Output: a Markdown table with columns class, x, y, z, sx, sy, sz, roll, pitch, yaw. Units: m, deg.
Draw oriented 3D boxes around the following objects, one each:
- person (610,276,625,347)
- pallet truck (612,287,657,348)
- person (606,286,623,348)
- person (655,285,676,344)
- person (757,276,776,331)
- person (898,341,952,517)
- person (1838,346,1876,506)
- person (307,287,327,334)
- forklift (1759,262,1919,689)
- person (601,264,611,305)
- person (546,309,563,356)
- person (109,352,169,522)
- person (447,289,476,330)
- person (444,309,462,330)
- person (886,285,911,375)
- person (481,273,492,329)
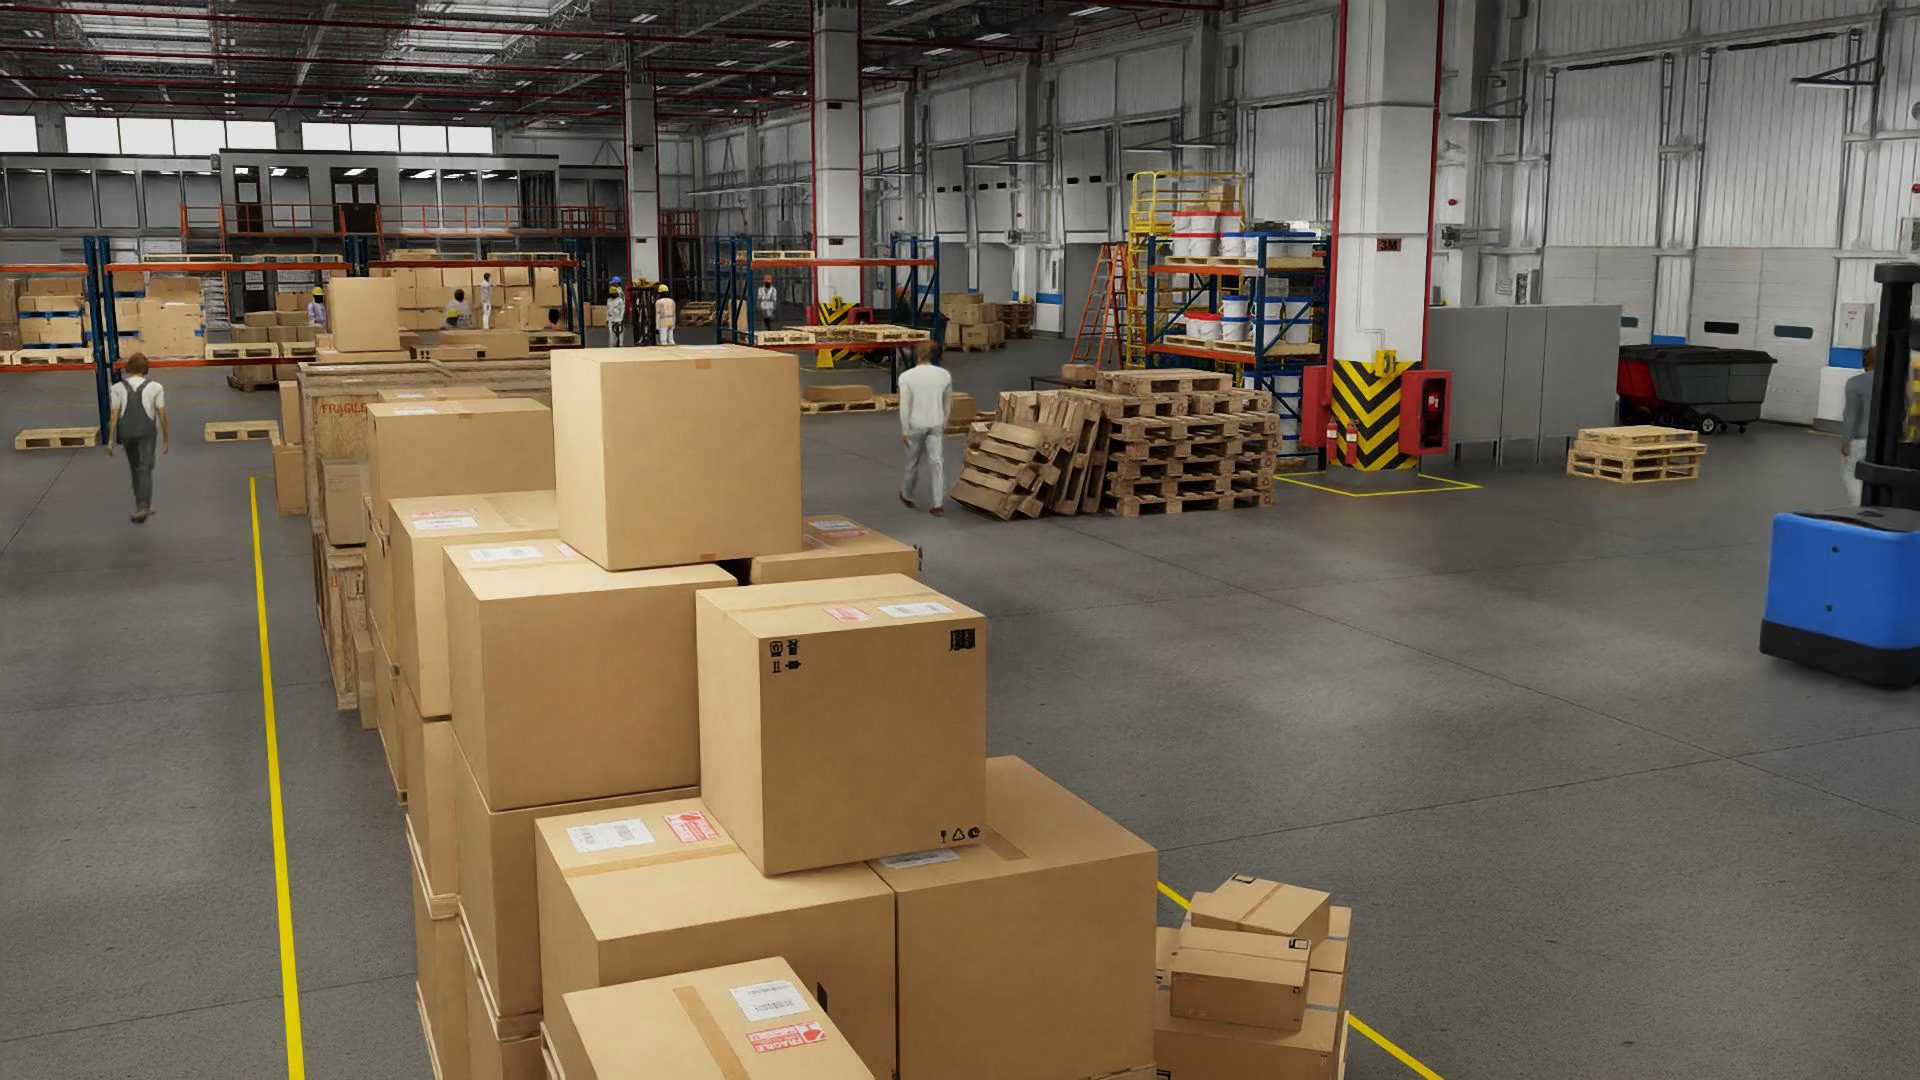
| class | x | y | z | sx | sy | sz | roll | pitch | yaw |
| --- | --- | --- | --- | --- | --- | --- | --- | --- | --- |
| person | -9.501 | -6.352 | 46.264 | 0.384 | 1.949 | 0.605 | -3 | 11 | -17 |
| pallet truck | -6.464 | -4.406 | 35.401 | 0.823 | 1.965 | 1.885 | 6 | 12 | 32 |
| person | -9.131 | -5.825 | 43.949 | 0.484 | 1.737 | 0.305 | 3 | 11 | 15 |
| person | -6.948 | -5.049 | 39.183 | 0.405 | 1.918 | 0.587 | 8 | 13 | 36 |
| person | -5.787 | -6.996 | 49.980 | 0.556 | 1.896 | 0.972 | 1 | 10 | 6 |
| person | -0.392 | -1.225 | 18.205 | 0.635 | 1.886 | 1.031 | -3 | 11 | -17 |
| person | 9.366 | -1.030 | 17.082 | 0.640 | 1.907 | 0.499 | -1 | 10 | -6 |
| person | -14.200 | -4.636 | 36.862 | 0.369 | 1.928 | 0.586 | 1 | 10 | 4 |
| forklift | 6.712 | -0.511 | 11.503 | 1.873 | 2.768 | 1.129 | -4 | 11 | -23 |
| person | -14.304 | -10.119 | 66.923 | 0.396 | 1.985 | 0.608 | 6 | 12 | 31 |
| person | -7.785 | -3.640 | 32.130 | 0.859 | 1.653 | 0.535 | -2 | 10 | -9 |
| person | -8.735 | -1.086 | 17.668 | 0.563 | 1.806 | 0.865 | -2 | 11 | -13 |
| person | -12.034 | -5.143 | 40.084 | 1.011 | 1.789 | 0.620 | 5 | 12 | 27 |
| person | -9.203 | -3.389 | 30.552 | 0.904 | 1.726 | 0.518 | -6 | 12 | -29 |
| person | -1.303 | -4.613 | 36.597 | 0.673 | 1.980 | 0.632 | -8 | 13 | -38 |
| person | -15.025 | -7.529 | 52.821 | 0.374 | 1.932 | 0.623 | -3 | 11 | -18 |
